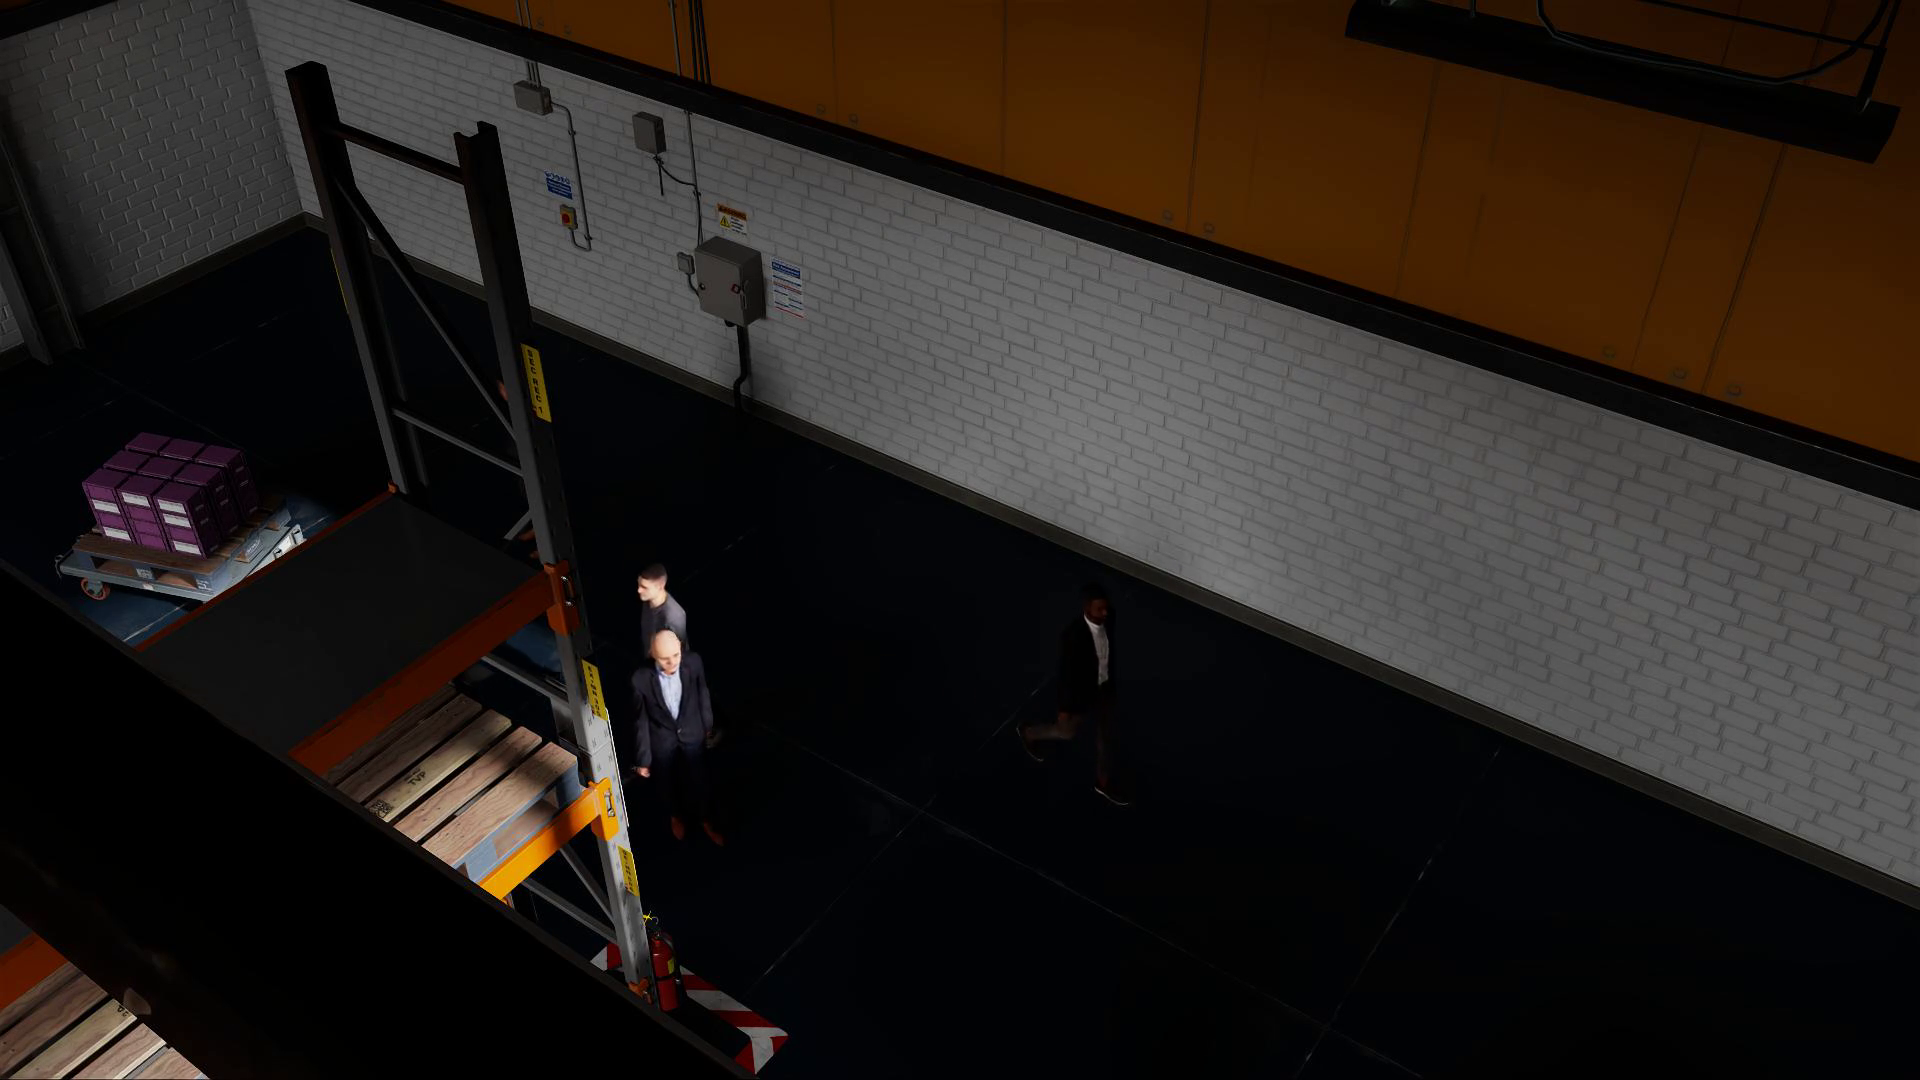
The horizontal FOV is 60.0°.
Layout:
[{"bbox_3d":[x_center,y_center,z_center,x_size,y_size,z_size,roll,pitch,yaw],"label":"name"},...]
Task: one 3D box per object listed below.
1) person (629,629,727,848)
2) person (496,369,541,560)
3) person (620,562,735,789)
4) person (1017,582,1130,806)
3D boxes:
[{"bbox_3d":[-1.856,1.193,10.630,0.822,1.784,0.908,-13,40,-16],"label":"person"},{"bbox_3d":[-3.313,-0.618,12.958,0.689,1.708,0.706,-23,44,-26],"label":"person"},{"bbox_3d":[-1.862,0.847,11.118,0.731,1.714,1.200,31,48,33],"label":"person"},{"bbox_3d":[0.746,0.957,10.938,0.842,1.768,1.121,31,48,33],"label":"person"}]
